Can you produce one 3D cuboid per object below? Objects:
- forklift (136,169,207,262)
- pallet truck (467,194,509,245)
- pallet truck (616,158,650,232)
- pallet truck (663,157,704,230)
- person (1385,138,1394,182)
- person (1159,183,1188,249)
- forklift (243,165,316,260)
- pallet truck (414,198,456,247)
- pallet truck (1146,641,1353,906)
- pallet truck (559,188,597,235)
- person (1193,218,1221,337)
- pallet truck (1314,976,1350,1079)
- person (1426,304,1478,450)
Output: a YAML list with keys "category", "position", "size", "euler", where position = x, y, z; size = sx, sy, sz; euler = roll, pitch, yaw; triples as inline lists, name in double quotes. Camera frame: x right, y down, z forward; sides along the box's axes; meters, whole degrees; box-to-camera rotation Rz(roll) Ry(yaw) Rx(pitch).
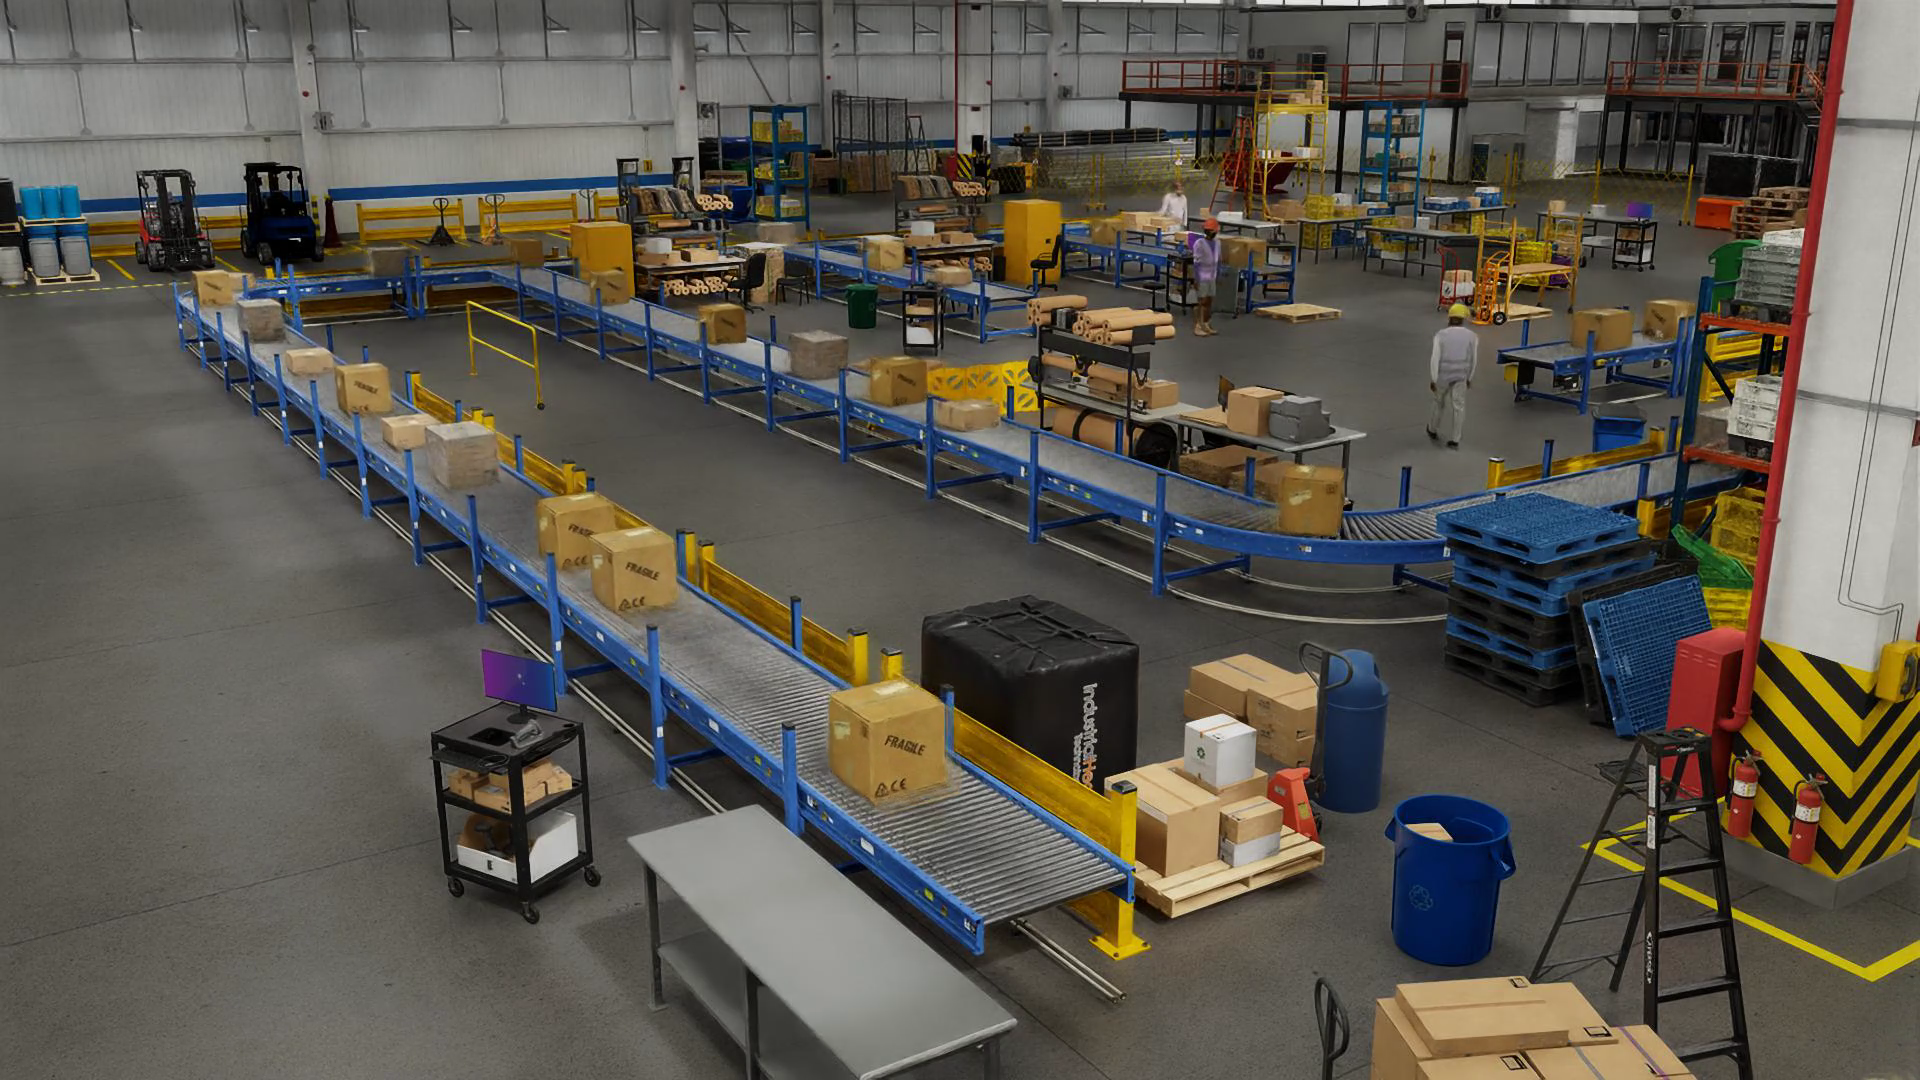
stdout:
- category: "forklift"
  position: [-17.842, -7.318, 37.559]
  size: [1.157, 1.987, 2.680]
  euler: [-10, 20, -31]
- category: "pallet truck"
  position: [-11.983, -8.177, 42.137]
  size: [0.704, 1.261, 1.522]
  euler: [-11, 20, -33]
- category: "pallet truck"
  position: [-8.918, -9.176, 44.255]
  size: [0.823, 1.965, 1.885]
  euler: [-9, 19, -27]
- category: "pallet truck"
  position: [-7.586, -9.308, 44.692]
  size: [0.823, 1.965, 1.885]
  euler: [-11, 20, -33]
- category: "person"
  position: [14.472, -12.710, 56.274]
  size: [0.506, 1.846, 0.351]
  euler: [-13, 21, -37]
- category: "person"
  position: [4.892, -7.281, 38.230]
  size: [0.682, 1.850, 0.990]
  euler: [-9, 19, -28]
- category: "forklift"
  position: [-15.898, -7.669, 38.708]
  size: [1.157, 1.987, 2.680]
  euler: [-11, 20, -33]
- category: "pallet truck"
  position: [-13.250, -8.060, 41.856]
  size: [0.680, 1.201, 1.601]
  euler: [-10, 20, -31]
- category: "pallet truck"
  position: [1.664, 1.407, 10.232]
  size: [1.630, 1.274, 0.653]
  euler: [-10, 20, -31]
- category: "pallet truck"
  position: [-10.010, -8.652, 43.699]
  size: [0.653, 1.274, 1.630]
  euler: [-10, 20, -31]
- category: "person"
  position: [4.291, -4.547, 28.773]
  size: [0.613, 2.041, 0.391]
  euler: [-13, 21, -36]
- category: "pallet truck"
  position: [2.299, 2.390, 7.086]
  size: [1.601, 1.201, 0.680]
  euler: [-2, 17, -7]
- category: "person"
  position: [6.203, -2.079, 21.011]
  size: [0.603, 1.775, 0.938]
  euler: [0, 17, -1]
